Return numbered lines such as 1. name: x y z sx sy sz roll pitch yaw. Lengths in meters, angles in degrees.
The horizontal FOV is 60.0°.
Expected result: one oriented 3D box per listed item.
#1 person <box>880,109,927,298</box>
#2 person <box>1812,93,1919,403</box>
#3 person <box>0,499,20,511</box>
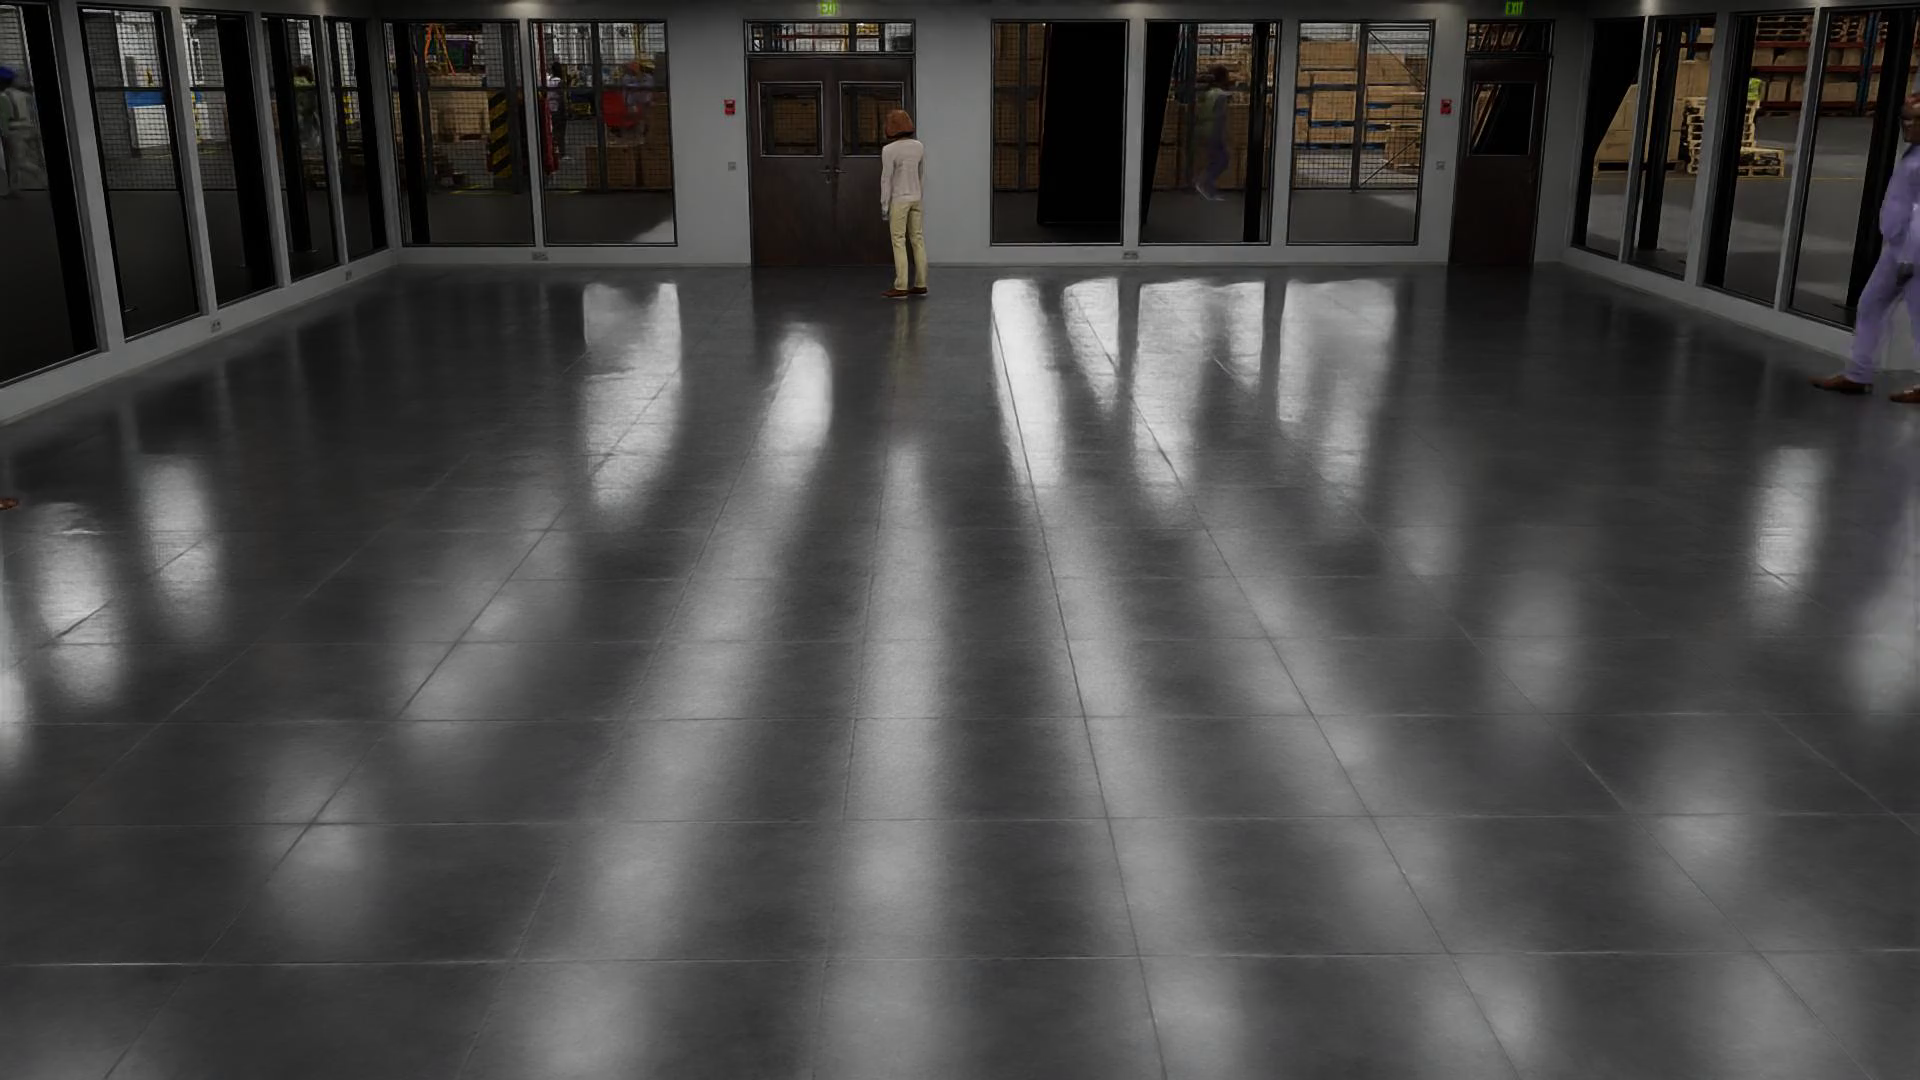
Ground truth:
1. person: -0.501 -2.954 14.652 0.285 1.629 0.498 15 22 42
2. person: 5.747 -1.778 10.211 0.849 1.868 0.683 5 17 16
3. person: -4.847 -0.966 7.523 0.572 1.845 0.681 14 21 40
